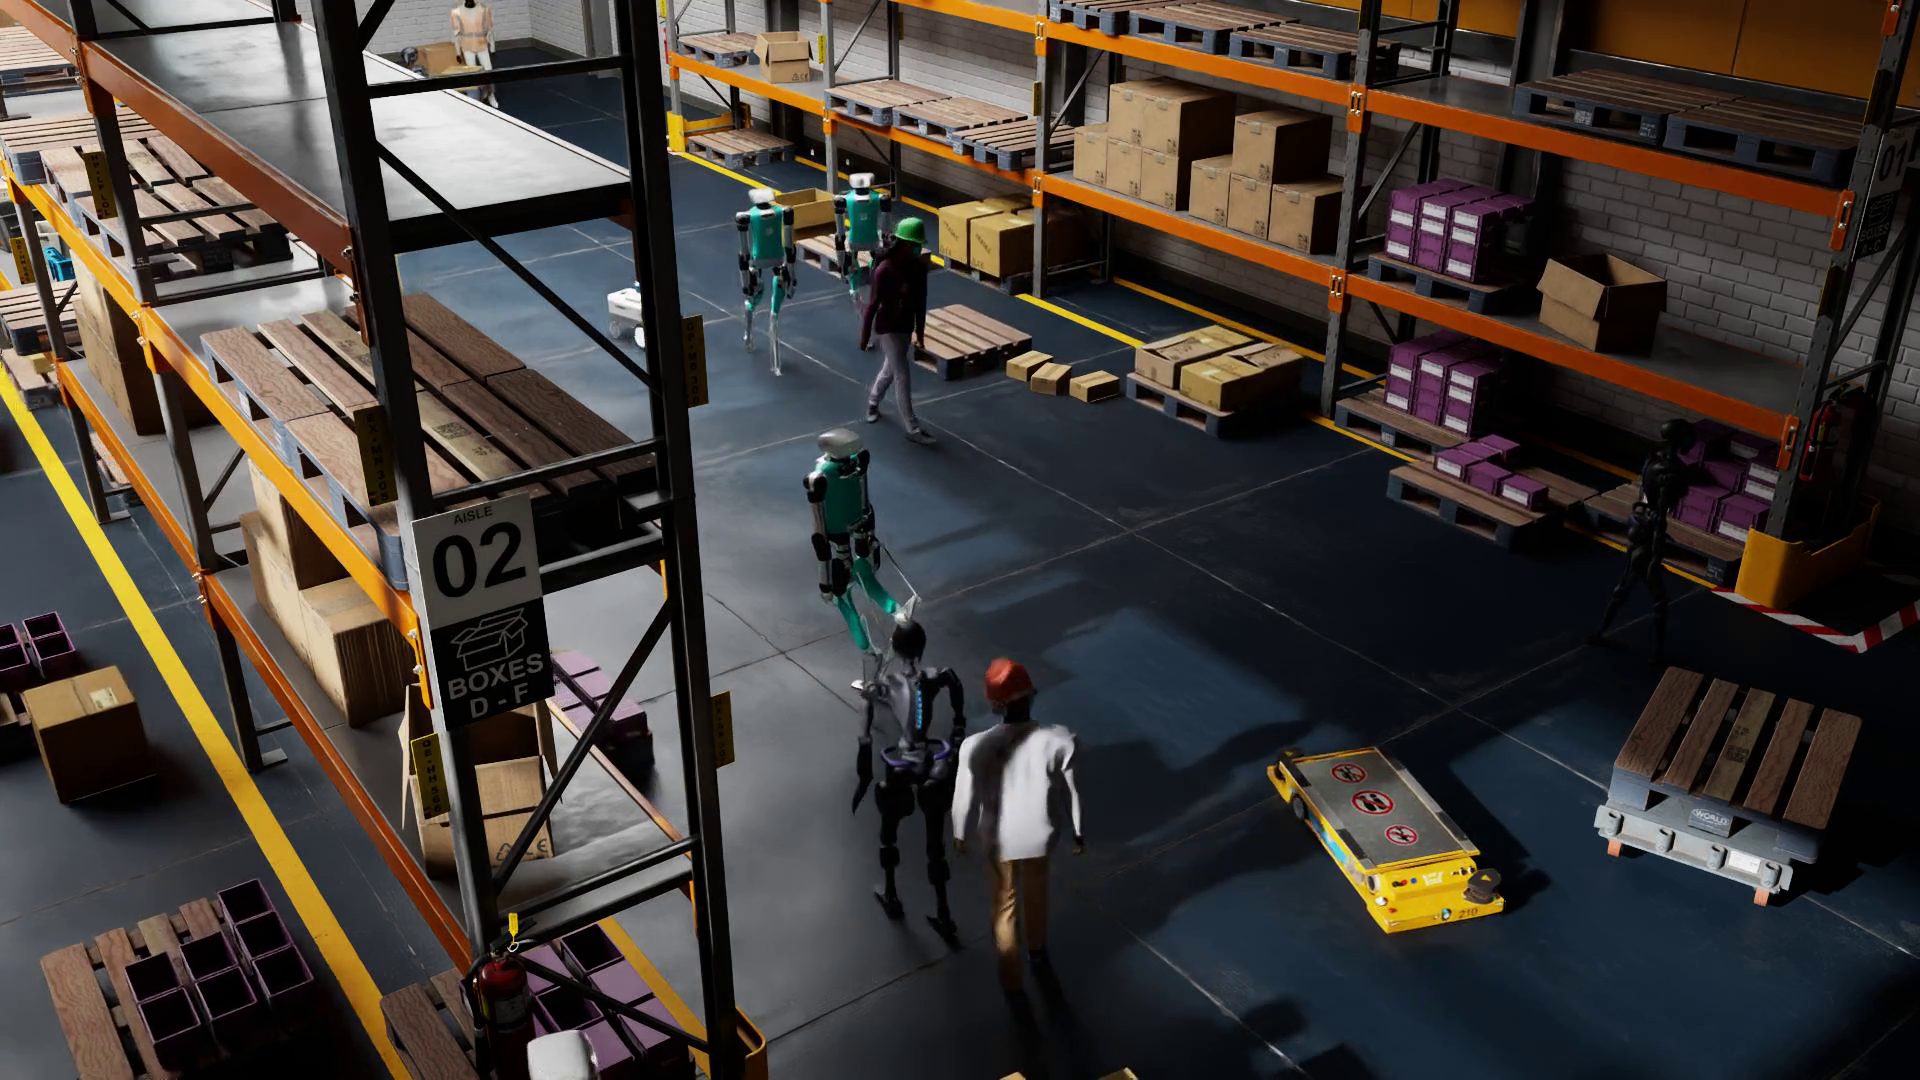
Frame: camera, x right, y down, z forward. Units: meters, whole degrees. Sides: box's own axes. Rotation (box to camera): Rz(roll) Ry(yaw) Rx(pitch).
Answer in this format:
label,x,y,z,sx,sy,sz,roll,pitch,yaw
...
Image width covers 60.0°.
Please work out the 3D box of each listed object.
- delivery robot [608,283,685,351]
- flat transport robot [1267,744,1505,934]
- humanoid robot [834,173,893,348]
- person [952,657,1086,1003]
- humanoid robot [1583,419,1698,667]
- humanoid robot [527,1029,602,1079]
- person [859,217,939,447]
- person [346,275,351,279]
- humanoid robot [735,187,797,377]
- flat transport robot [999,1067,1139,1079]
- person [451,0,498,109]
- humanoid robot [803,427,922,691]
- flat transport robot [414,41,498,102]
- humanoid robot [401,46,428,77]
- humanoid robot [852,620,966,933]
label,x,y,z,sx,sy,sz,roll,pitch,yaw
delivery robot,-3.031,-2.163,15.981,0.807,0.604,0.499,20,33,34
flat transport robot,2.248,1.543,8.917,0.659,0.231,1.431,-7,28,-14
humanoid robot,-0.902,-2.561,15.553,0.532,1.870,0.757,-3,27,-6
person,0.263,1.313,7.752,0.612,1.716,0.621,-4,27,-7
humanoid robot,4.385,-0.003,10.446,0.633,1.636,0.584,9,28,17
humanoid robot,-1.554,2.458,5.489,0.921,1.745,0.540,-14,30,-26
person,-0.548,-1.757,13.693,0.539,1.884,0.962,-23,34,-37
person,-5.314,-2.090,14.515,0.394,1.731,0.600,4,27,7
humanoid robot,-1.841,-2.423,15.211,0.553,1.785,0.920,-11,29,-20
flat transport robot,0.546,2.907,6.205,1.431,0.231,0.659,-14,30,-26
person,-7.189,-7.296,24.670,0.598,1.908,0.413,-8,28,-16
humanoid robot,-0.522,0.273,9.931,0.697,1.892,0.537,16,31,29
flat transport robot,-7.688,-6.567,25.050,0.659,0.231,1.431,1,27,2
humanoid robot,-6.907,-5.549,21.493,0.398,1.649,0.613,-17,31,-31
humanoid robot,-0.223,1.172,8.110,0.592,1.638,0.497,-11,29,-21
